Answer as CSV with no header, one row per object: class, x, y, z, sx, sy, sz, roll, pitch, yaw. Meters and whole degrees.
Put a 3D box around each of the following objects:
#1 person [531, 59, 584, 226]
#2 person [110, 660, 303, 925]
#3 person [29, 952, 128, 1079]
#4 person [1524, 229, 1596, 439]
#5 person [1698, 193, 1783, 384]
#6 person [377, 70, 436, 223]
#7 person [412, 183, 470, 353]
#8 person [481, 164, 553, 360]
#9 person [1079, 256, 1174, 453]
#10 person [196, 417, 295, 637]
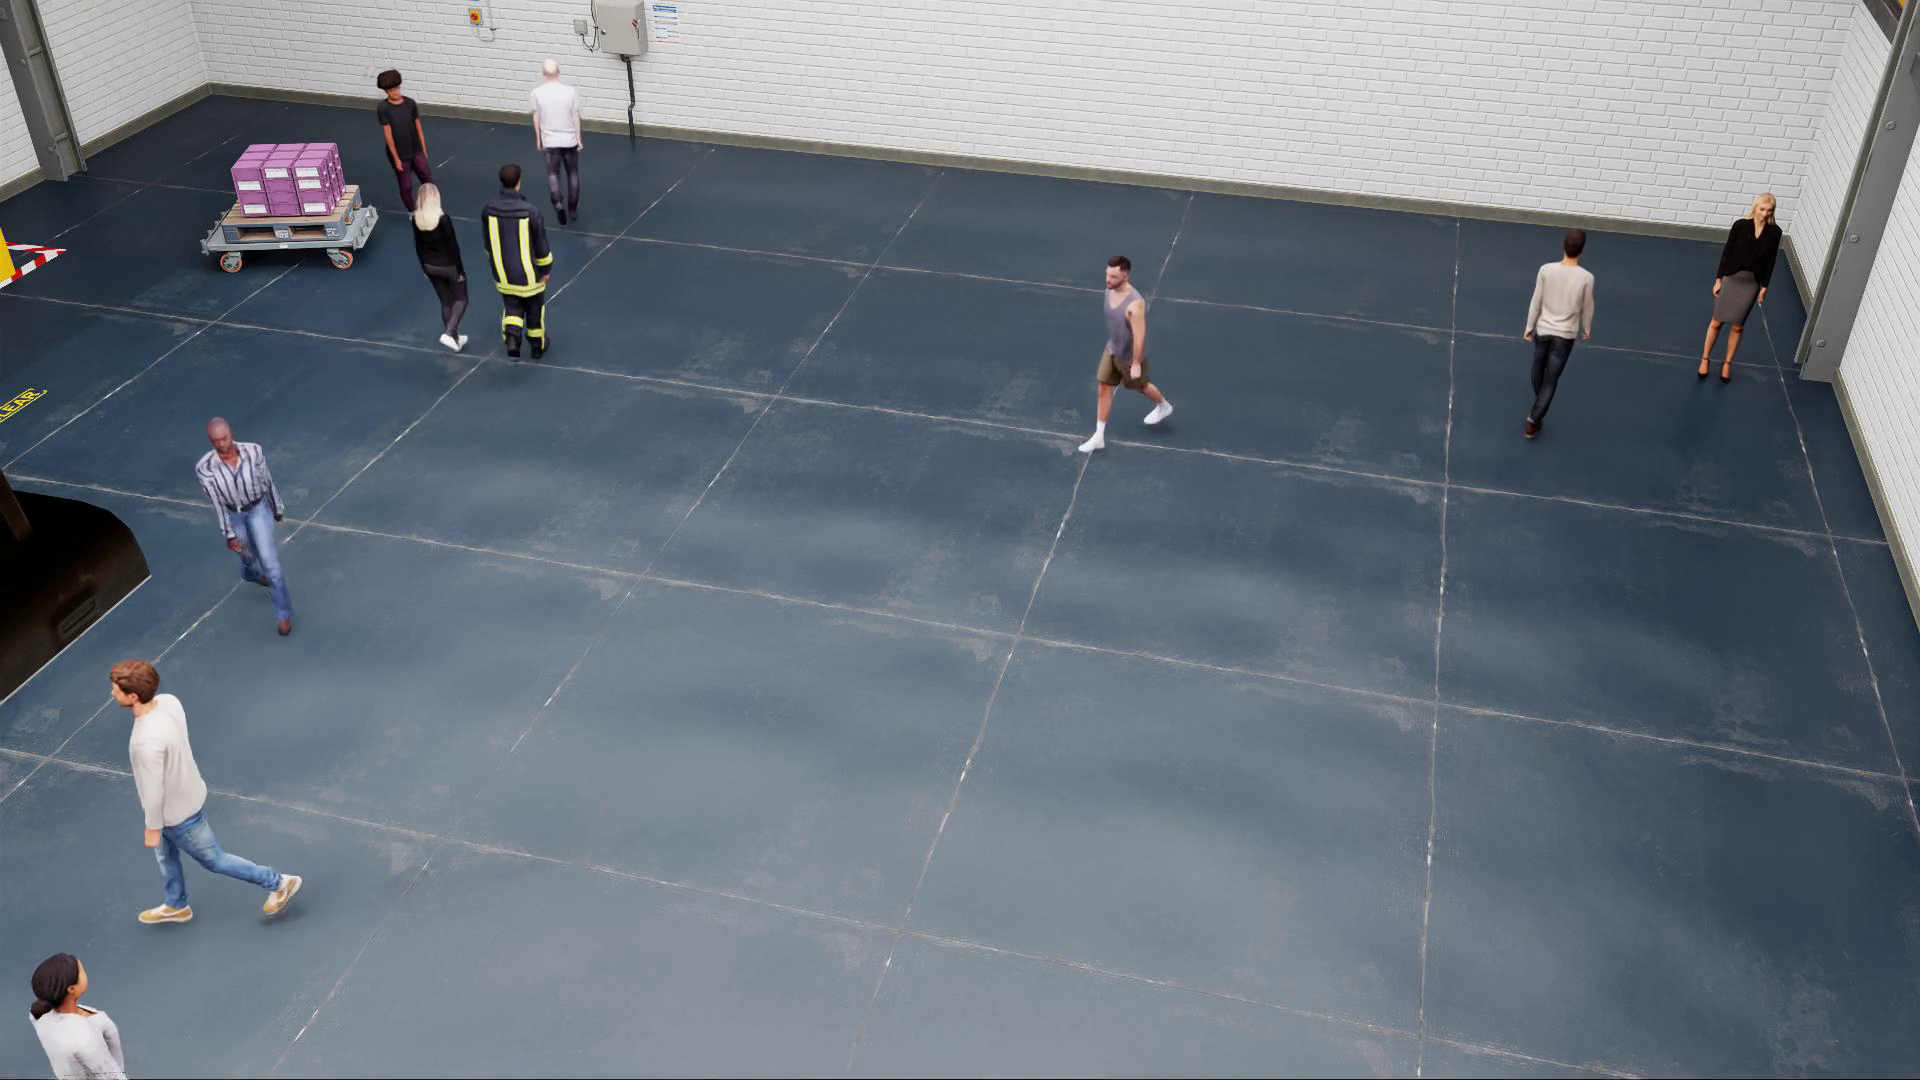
person,-4.358,-4.302,18.151,0.921,1.812,1.080,-7,34,-11
person,-4.327,1.480,9.398,1.123,1.871,1.214,-9,35,-14
person,-4.089,2.666,7.753,0.819,1.717,0.865,28,43,35
person,5.082,-1.726,14.256,0.919,1.832,1.183,22,40,30
person,7.068,-2.290,15.095,0.609,1.843,0.556,11,35,16
person,-6.089,-4.276,18.162,0.836,1.755,0.886,-25,41,-32
person,-4.871,-2.477,15.529,0.619,1.673,0.697,8,34,12
person,-4.107,-2.503,15.354,0.876,1.912,0.964,3,34,4
person,1.480,-1.622,14.114,1.309,1.779,1.162,-21,39,-28
person,-5.144,-0.164,11.982,1.028,1.749,1.099,-21,39,-28
